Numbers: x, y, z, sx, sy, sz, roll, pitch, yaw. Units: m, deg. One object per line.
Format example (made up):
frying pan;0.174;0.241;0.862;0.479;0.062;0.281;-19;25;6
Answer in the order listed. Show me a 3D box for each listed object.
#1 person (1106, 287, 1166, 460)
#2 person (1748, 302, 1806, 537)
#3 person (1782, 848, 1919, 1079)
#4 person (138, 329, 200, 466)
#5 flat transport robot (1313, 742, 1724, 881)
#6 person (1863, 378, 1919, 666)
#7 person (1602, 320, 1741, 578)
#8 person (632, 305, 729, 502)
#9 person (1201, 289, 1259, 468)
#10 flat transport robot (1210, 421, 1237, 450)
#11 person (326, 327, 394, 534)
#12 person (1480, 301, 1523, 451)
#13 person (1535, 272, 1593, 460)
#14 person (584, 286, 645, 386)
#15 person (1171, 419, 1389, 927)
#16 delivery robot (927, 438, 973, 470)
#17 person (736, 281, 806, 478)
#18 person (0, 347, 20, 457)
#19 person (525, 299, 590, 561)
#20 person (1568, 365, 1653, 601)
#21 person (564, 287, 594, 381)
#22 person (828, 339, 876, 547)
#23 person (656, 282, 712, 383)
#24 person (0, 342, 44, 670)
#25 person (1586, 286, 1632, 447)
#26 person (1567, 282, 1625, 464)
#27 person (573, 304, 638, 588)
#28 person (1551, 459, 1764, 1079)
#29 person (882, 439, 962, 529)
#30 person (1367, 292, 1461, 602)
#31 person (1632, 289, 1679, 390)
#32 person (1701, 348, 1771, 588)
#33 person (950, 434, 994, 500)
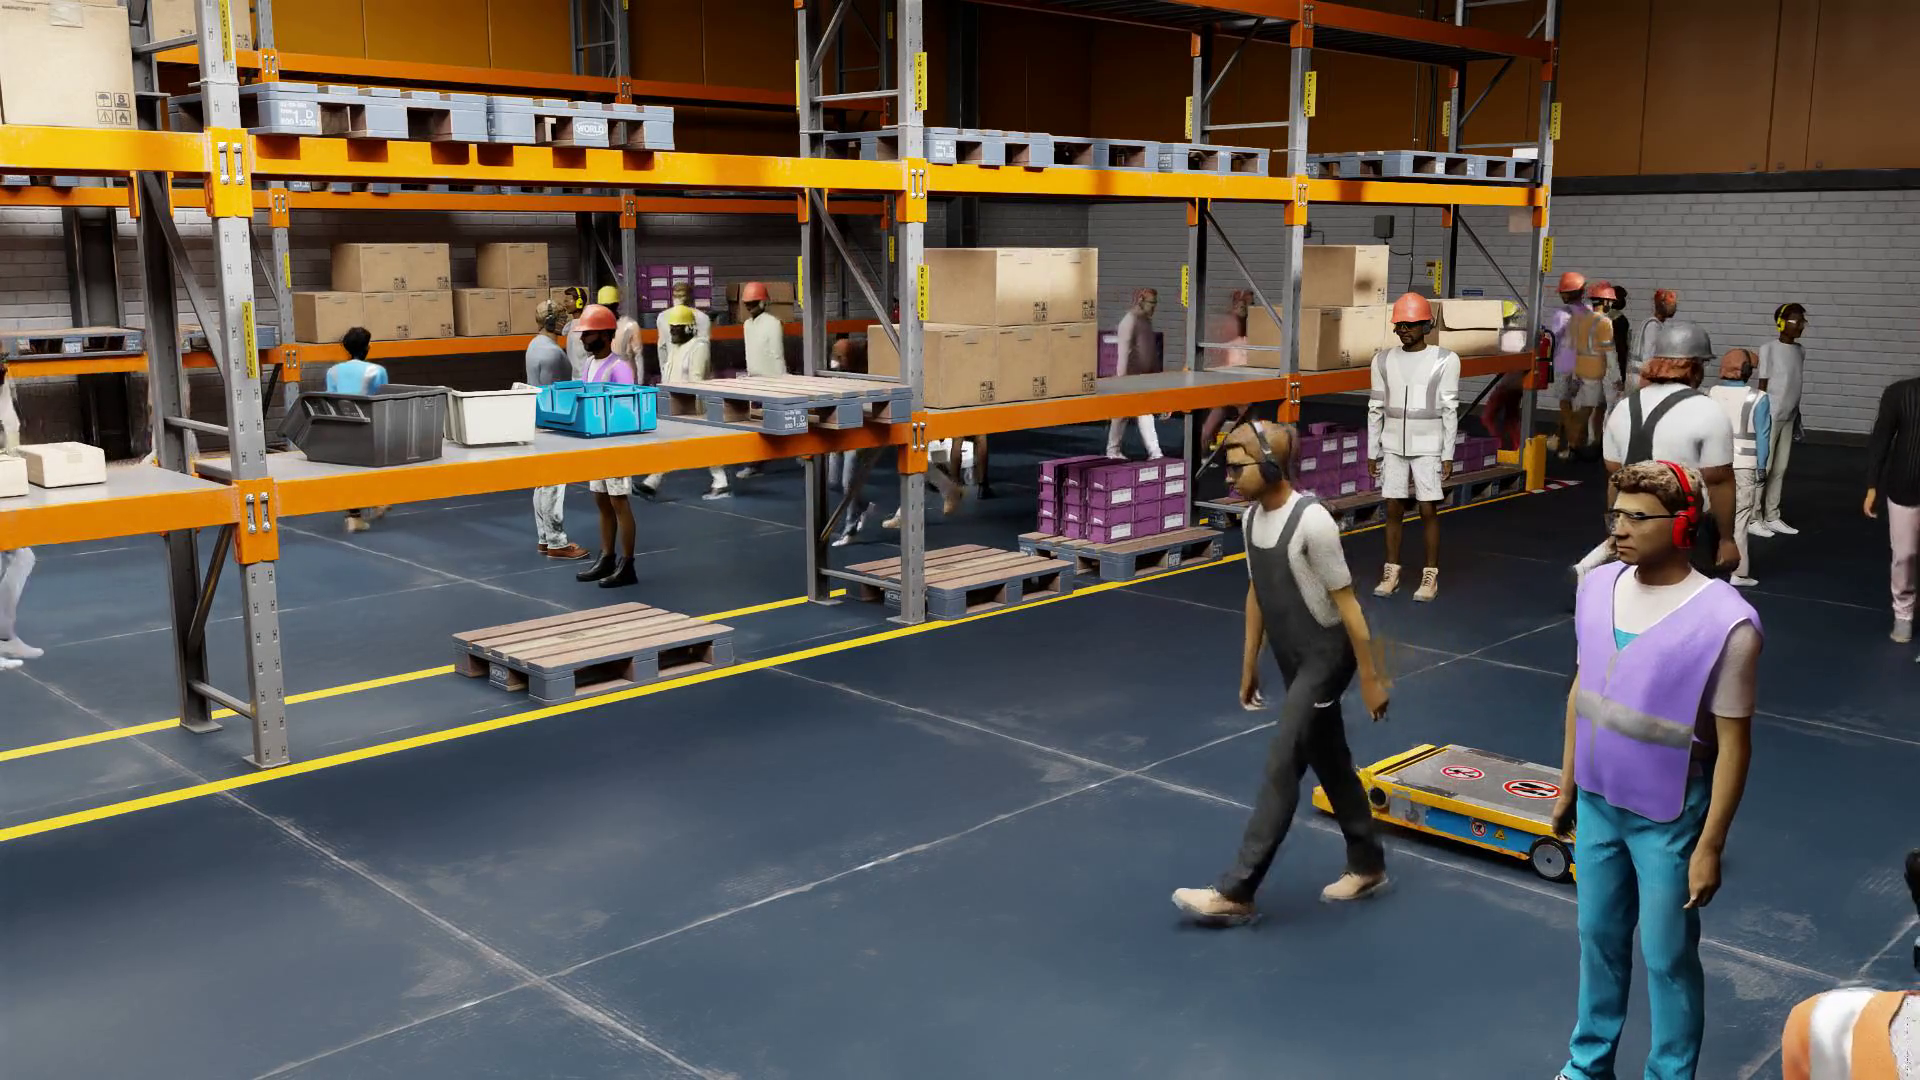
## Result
person;1.925;-1.685;17.301;0.905;1.855;0.675;3;11;17
person;6.590;-0.963;13.353;0.507;1.875;0.329;-6;12;-28
person;1.334;1.181;2.253;0.551;1.644;0.861;10;14;43
person;-7.009;-1.068;14.641;0.534;1.608;0.783;9;14;42
flat transport robot;2.201;1.069;6.644;0.652;0.197;1.431;-10;14;-44
person;5.529;-0.282;9.501;0.633;1.929;1.085;7;13;34
person;3.424;-0.095;8.164;0.903;2.000;0.682;-4;11;-19
person;-2.507;-1.215;14.967;0.974;1.772;0.599;-9;13;-39
person;2.855;-1.637;17.085;0.988;1.859;0.653;1;10;4
flat transport robot;3.233;-1.191;18.966;0.652;0.197;1.431;3;11;14
person;-4.868;-0.916;13.688;0.536;1.650;0.867;3;11;15
person;5.537;-1.549;16.874;0.447;1.740;0.558;8;13;37
person;6.483;-1.878;17.992;0.627;2.004;0.912;-5;11;-25
person;-3.612;-1.684;17.266;0.587;1.871;0.956;2;11;13
person;1.158;0.467;5.833;0.961;1.769;0.550;-3;11;-15
delivery robot;-0.202;-0.820;15.913;0.477;0.478;0.707;10;14;42
person;-1.850;-1.602;16.608;0.776;1.966;0.620;-9;13;-39
person;-7.943;-0.881;13.619;0.721;1.602;0.509;-7;12;-32
person;-3.021;-0.817;12.378;0.372;1.940;0.632;-5;11;-25
person;4.247;-0.318;10.506;0.631;1.619;0.542;-2;11;-12
person;-3.974;-1.697;17.365;0.327;1.872;0.516;-7;13;-35
person;-0.830;-0.761;12.964;0.453;1.616;0.502;-9;13;-39
person;-2.930;-1.722;17.364;0.642;1.908;0.915;3;11;14
person;-5.325;-0.193;9.193;0.600;1.856;0.557;-10;14;-42
person;7.341;-1.943;18.780;0.429;1.842;0.633;-2;11;-9
person;6.780;-1.739;17.511;0.801;1.906;0.567;-1;10;-4
person;-2.438;-0.640;11.411;0.374;1.939;0.545;-8;13;-38
person;1.787;0.705;4.331;0.389;1.846;0.565;-5;11;-23
person;-0.301;-1.015;13.793;0.767;1.818;0.625;-6;12;-31
person;2.968;-0.605;10.982;0.607;2.039;0.395;7;13;35
person;7.028;-1.593;16.811;0.638;1.858;0.717;4;11;22
person;5.294;-0.493;11.430;0.311;1.639;0.512;-8;13;-38
person;0.085;-1.328;15.156;0.545;1.942;0.349;1;10;7
